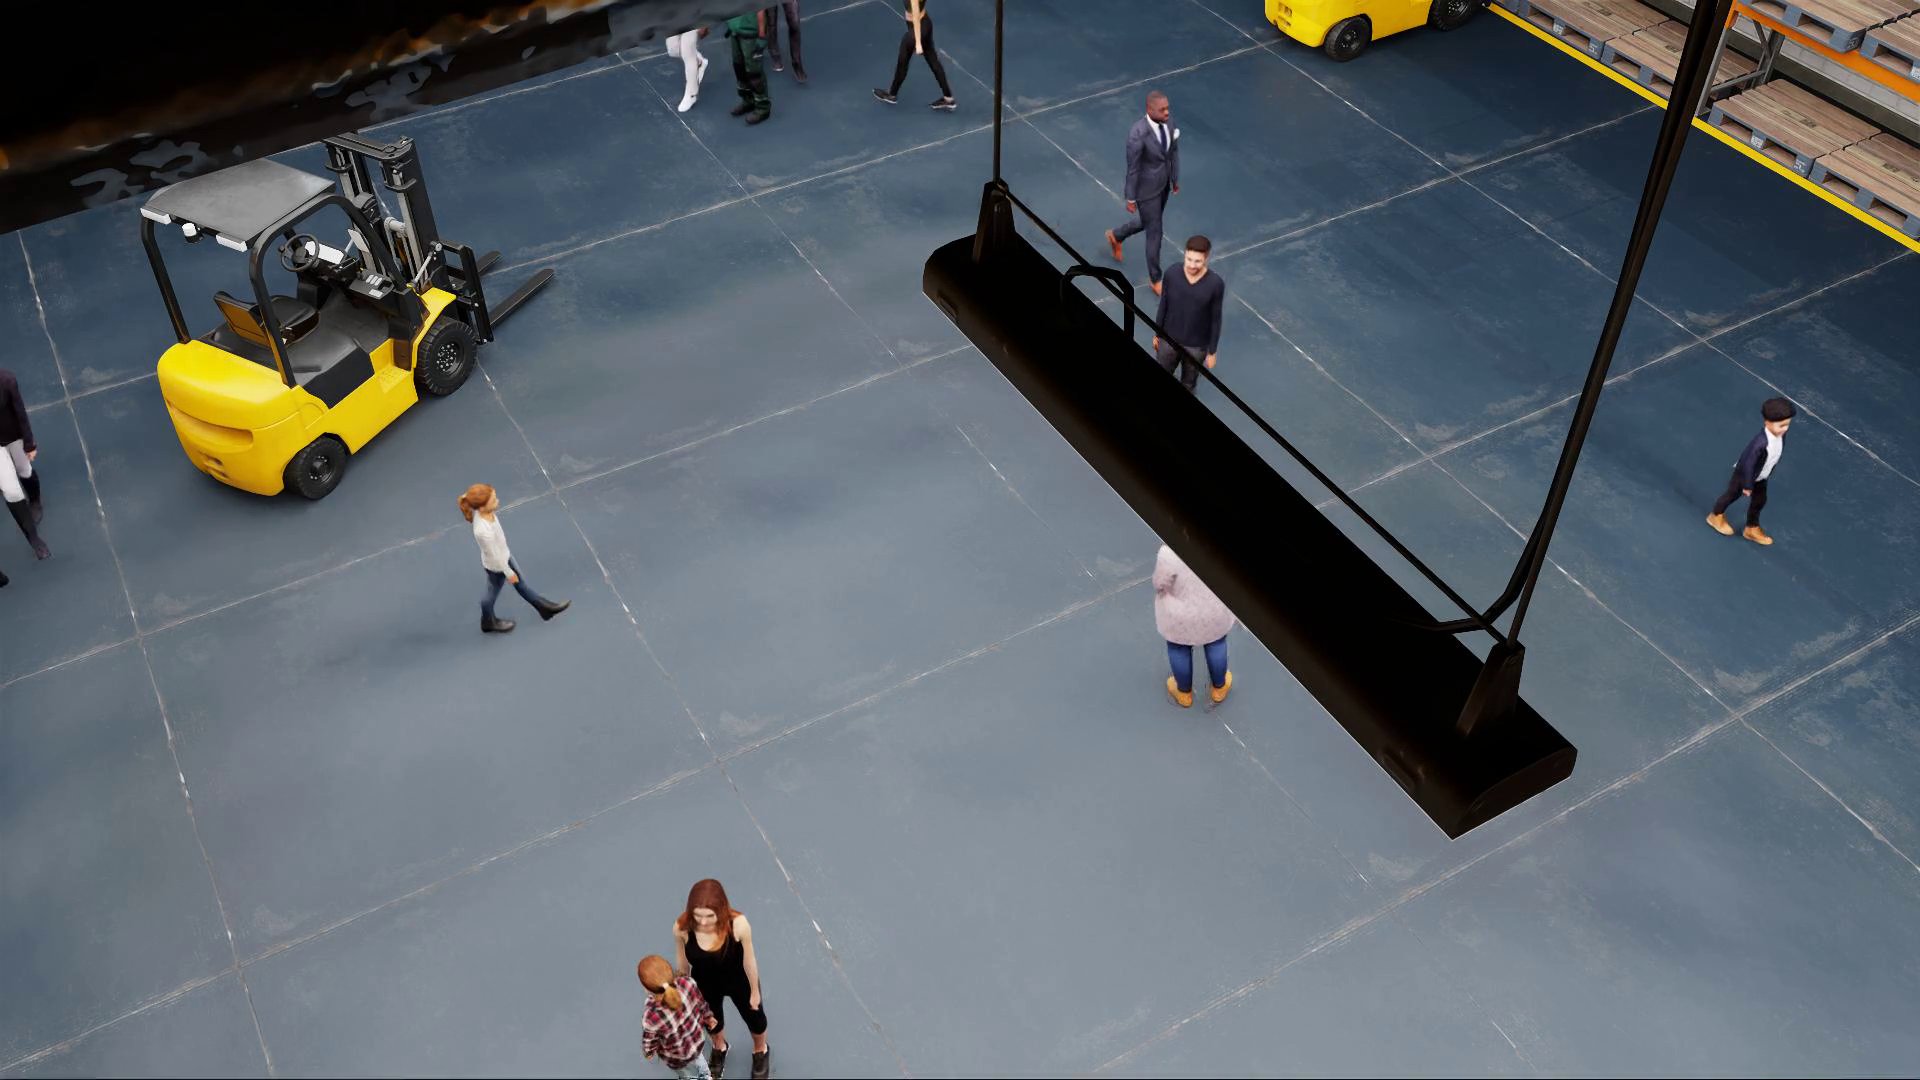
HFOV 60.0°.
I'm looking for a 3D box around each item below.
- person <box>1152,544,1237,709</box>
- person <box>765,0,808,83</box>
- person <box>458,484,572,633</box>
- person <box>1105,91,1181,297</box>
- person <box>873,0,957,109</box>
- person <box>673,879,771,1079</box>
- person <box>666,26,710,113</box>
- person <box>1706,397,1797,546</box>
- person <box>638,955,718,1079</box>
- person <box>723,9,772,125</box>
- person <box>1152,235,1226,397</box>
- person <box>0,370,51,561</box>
[{"bbox_3d":[1.502,0.411,10.457,0.876,1.719,0.837,6,44,6],"label":"person"},{"bbox_3d":[-1.847,-5.615,16.630,0.822,1.929,0.980,-12,45,-12],"label":"person"},{"bbox_3d":[-3.144,0.157,11.030,0.732,1.296,0.844,-7,44,-7],"label":"person"},{"bbox_3d":[1.547,-2.966,13.946,1.194,1.795,0.935,31,52,28],"label":"person"},{"bbox_3d":[-0.320,-4.897,16.113,1.101,1.603,1.030,9,44,10],"label":"person"},{"bbox_3d":[-1.200,2.250,8.523,0.638,1.724,0.661,0,44,0],"label":"person"},{"bbox_3d":[-2.646,-5.123,16.200,0.968,1.811,1.012,24,49,23],"label":"person"},{"bbox_3d":[5.598,-0.540,11.824,0.517,1.210,0.684,-24,48,-23],"label":"person"},{"bbox_3d":[-1.390,2.578,8.493,0.629,1.292,0.610,25,49,24],"label":"person"},{"bbox_3d":[-2.036,-4.897,15.943,0.793,1.839,0.636,-34,53,-30],"label":"person"},{"bbox_3d":[1.696,-1.522,12.389,0.786,1.854,0.855,14,45,14],"label":"person"},{"bbox_3d":[-6.716,-0.710,11.660,0.645,1.683,0.972,-13,45,-13],"label":"person"}]
